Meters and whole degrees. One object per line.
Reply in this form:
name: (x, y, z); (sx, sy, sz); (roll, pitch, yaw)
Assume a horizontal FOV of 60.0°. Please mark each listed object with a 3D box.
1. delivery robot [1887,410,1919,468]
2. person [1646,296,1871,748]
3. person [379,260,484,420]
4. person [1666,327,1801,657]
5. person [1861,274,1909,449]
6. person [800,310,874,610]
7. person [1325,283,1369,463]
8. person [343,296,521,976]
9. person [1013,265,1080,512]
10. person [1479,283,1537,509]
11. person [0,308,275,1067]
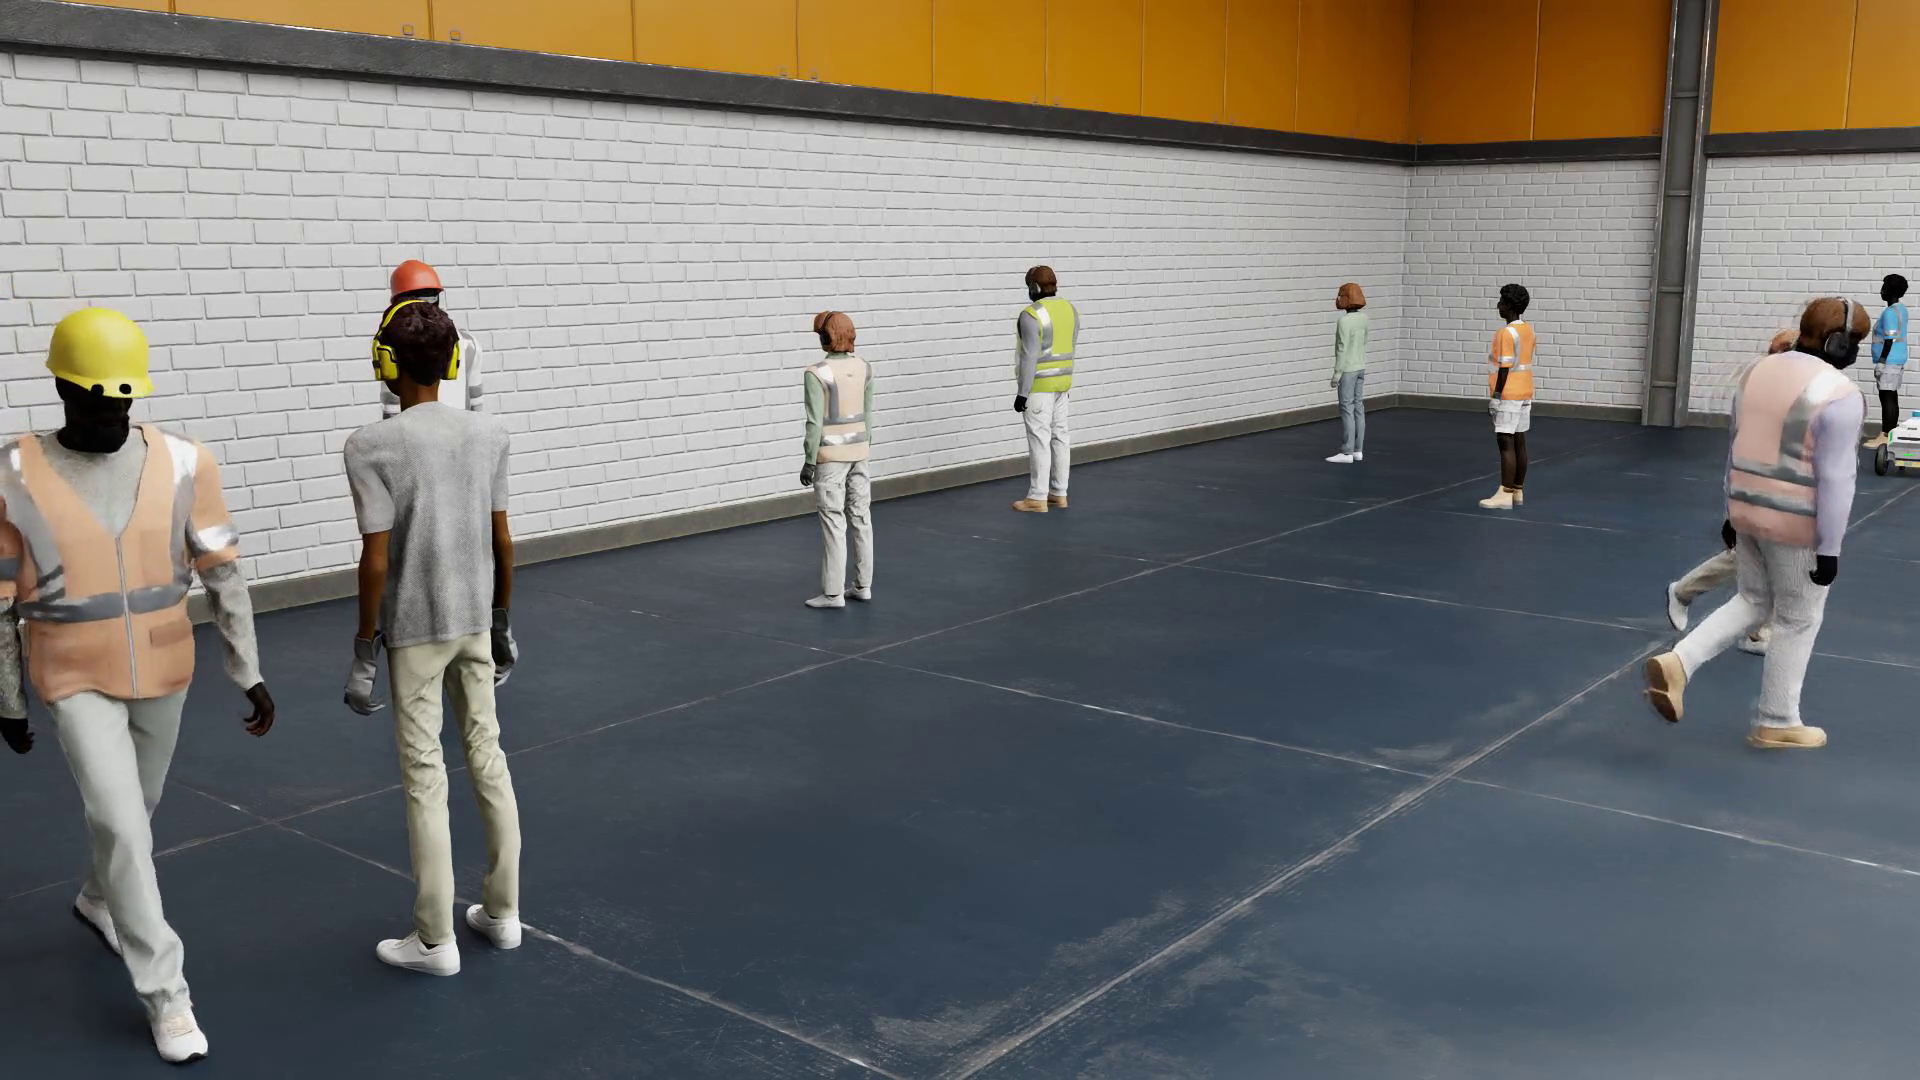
delivery robot: (8.246, -0.875, 14.335); (0.477, 0.478, 0.707); (8, 13, 38)
person: (3.148, -0.038, 6.496); (0.660, 1.810, 0.671); (-2, 10, -10)
person: (-2.546, -0.370, 7.994); (0.373, 1.928, 0.543); (8, 13, 38)
person: (3.841, -0.238, 8.130); (0.561, 1.610, 0.592); (-6, 12, -29)
person: (8.992, -1.721, 16.118); (0.320, 1.697, 0.532); (8, 13, 38)
person: (-0.668, -0.435, 9.149); (0.310, 1.642, 0.514); (8, 13, 38)
person: (3.546, -1.521, 15.186); (0.279, 1.634, 0.499); (8, 13, 38)
person: (-1.461, 0.271, 4.600); (0.328, 1.873, 0.520); (8, 13, 38)
person: (0.616, -1.127, 12.446); (0.429, 1.838, 0.621); (8, 13, 38)
person: (4.152, -1.082, 12.578); (0.320, 1.697, 0.532); (8, 13, 38)
person: (-2.216, 0.324, 4.348); (0.603, 1.868, 1.011); (-10, 14, -43)
